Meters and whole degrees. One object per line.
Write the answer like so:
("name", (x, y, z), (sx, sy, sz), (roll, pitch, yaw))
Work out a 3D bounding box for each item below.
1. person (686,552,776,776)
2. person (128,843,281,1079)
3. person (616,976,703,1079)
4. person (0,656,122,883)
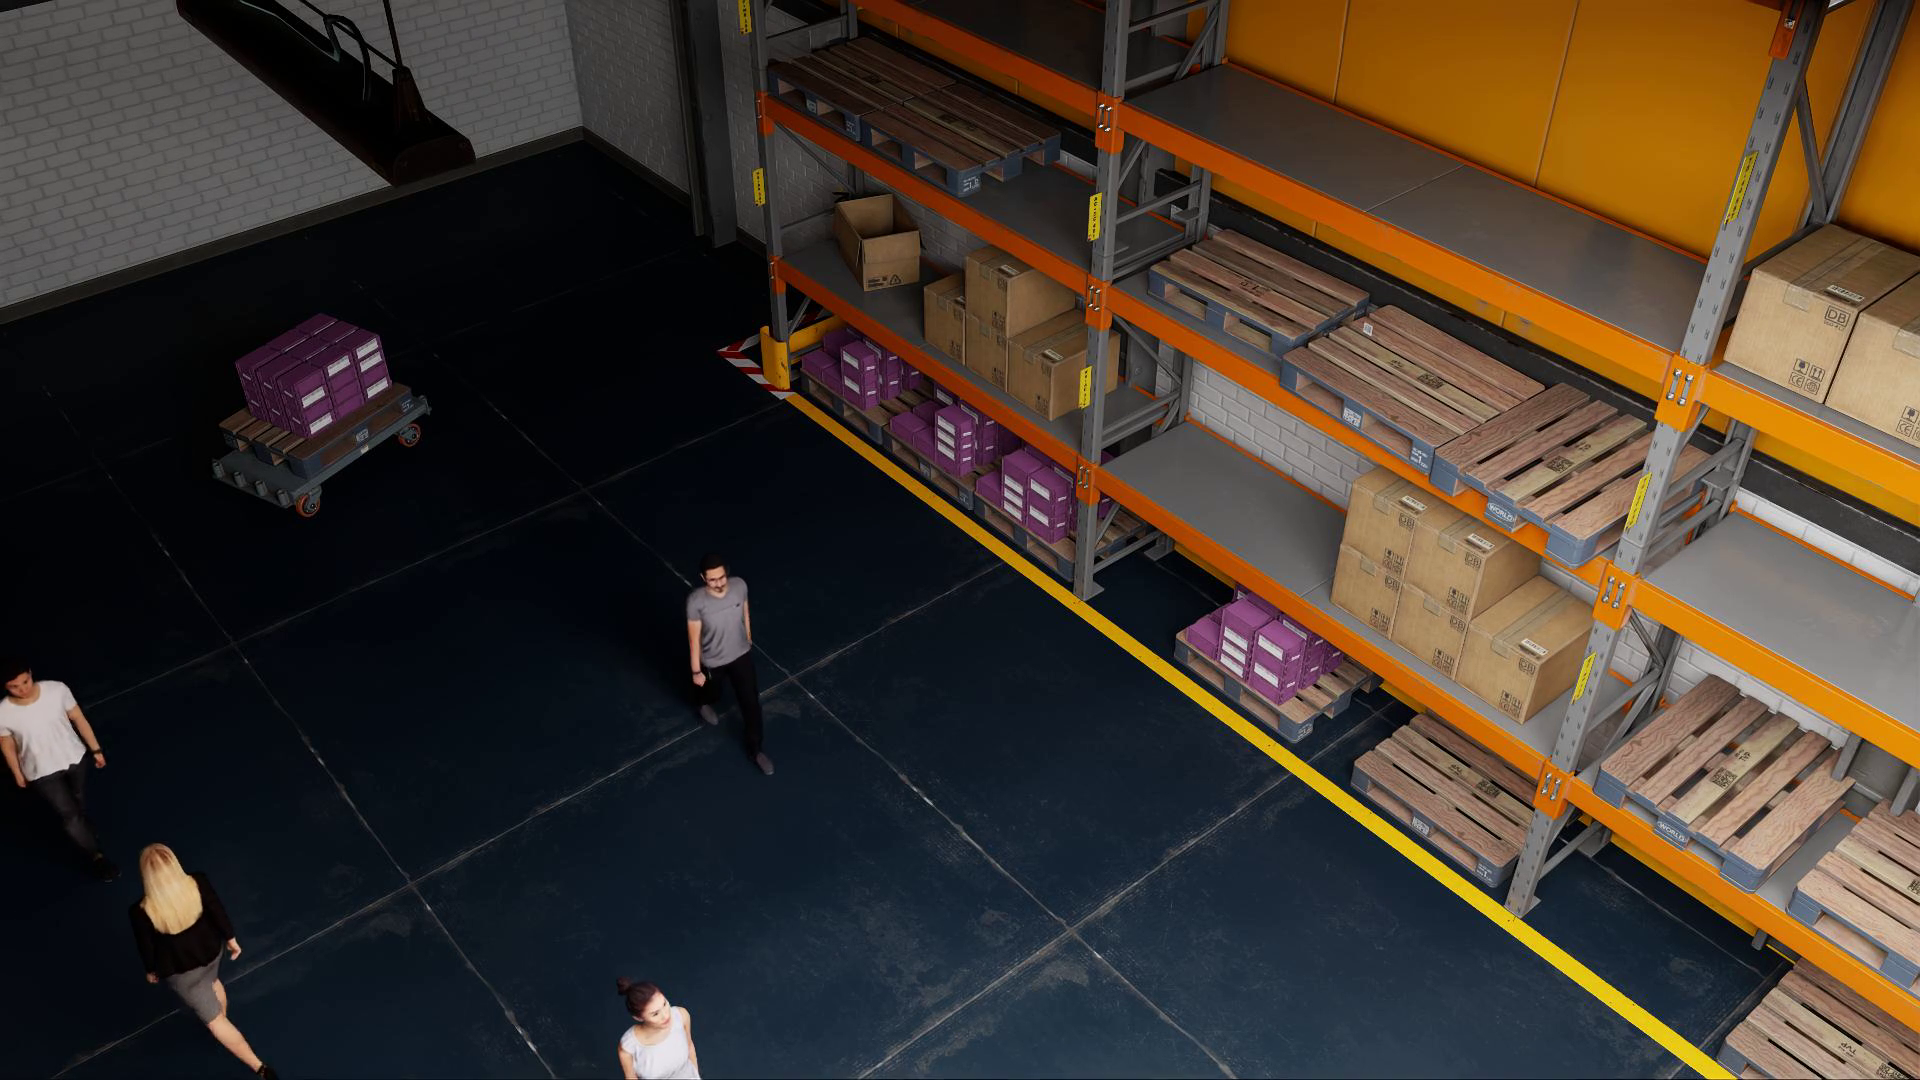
("person", (-1.628, 0.727, 11.172), (0.742, 1.736, 1.159), (-22, 44, -26))
("person", (-4.107, 2.376, 9.050), (1.170, 1.808, 0.791), (24, 44, 27))
("person", (-1.540, 2.833, 8.645), (0.558, 1.600, 0.543), (-27, 46, -29))
("person", (-5.719, 1.329, 10.461), (0.721, 1.682, 1.066), (-32, 48, -33))
